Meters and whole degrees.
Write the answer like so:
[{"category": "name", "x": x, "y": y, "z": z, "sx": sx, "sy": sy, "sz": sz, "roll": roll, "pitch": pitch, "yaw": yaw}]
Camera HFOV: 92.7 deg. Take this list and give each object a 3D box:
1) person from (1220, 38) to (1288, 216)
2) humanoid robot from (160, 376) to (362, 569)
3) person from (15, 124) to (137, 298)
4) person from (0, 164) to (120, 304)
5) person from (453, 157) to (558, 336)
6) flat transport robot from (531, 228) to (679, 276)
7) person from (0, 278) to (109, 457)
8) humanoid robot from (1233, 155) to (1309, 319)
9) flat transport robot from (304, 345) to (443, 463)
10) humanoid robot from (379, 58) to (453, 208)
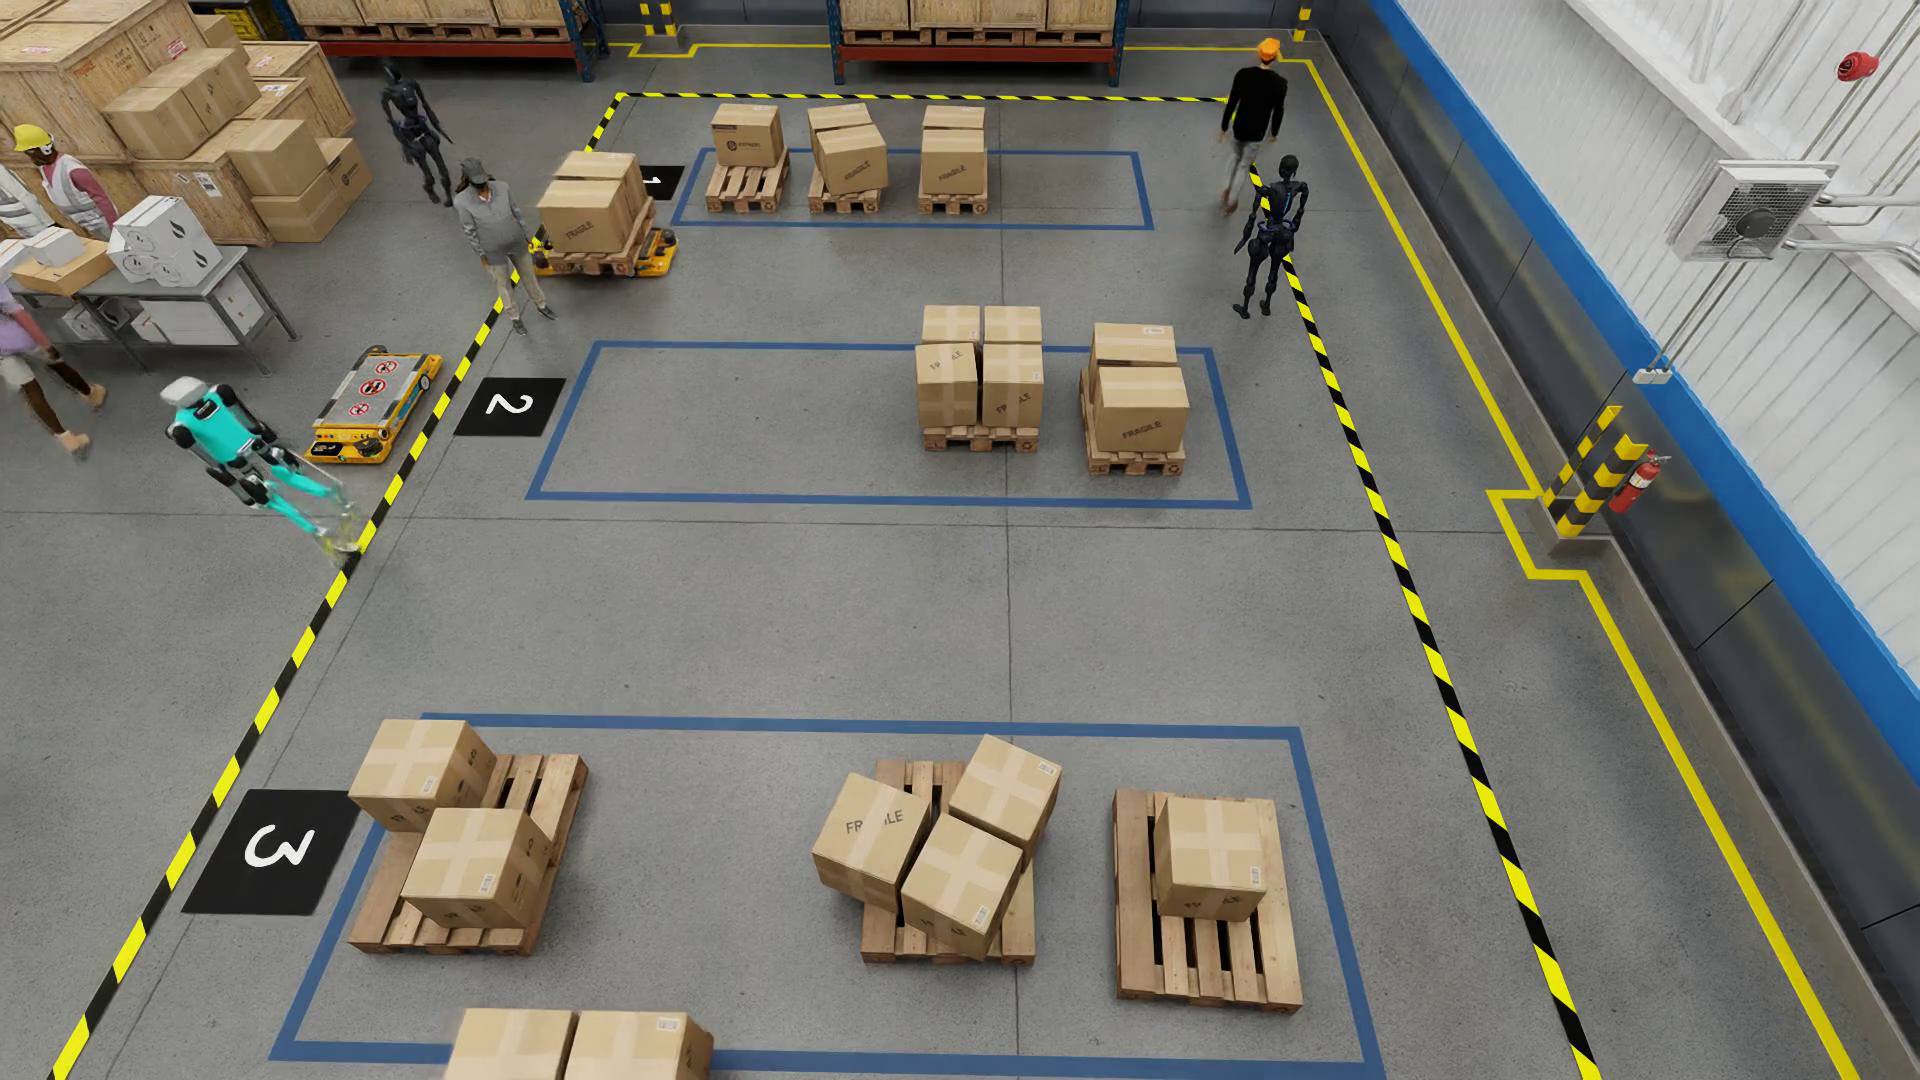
[{"category": "person", "x": 3.267, "y": -4.599, "z": 10.217, "sx": 0.597, "sy": 1.853, "sz": 0.736, "roll": 32, "pitch": 57, "yaw": 24}, {"category": "humanoid robot", "x": -4.975, "y": -0.399, "z": 6.811, "sx": 0.766, "sy": 1.871, "sz": 0.541, "roll": 9, "pitch": 50, "yaw": 8}, {"category": "person", "x": -8.531, "y": -3.183, "z": 9.035, "sx": 0.586, "sy": 1.834, "sz": 0.404, "roll": 20, "pitch": 53, "yaw": 16}, {"category": "person", "x": -9.137, "y": -3.158, "z": 8.982, "sx": 0.573, "sy": 1.883, "sz": 0.355, "roll": 11, "pitch": 51, "yaw": 10}, {"category": "person", "x": -4.380, "y": -2.825, "z": 8.777, "sx": 0.562, "sy": 1.764, "sz": 0.402, "roll": -37, "pitch": 59, "yaw": -27}, {"category": "flat transport robot", "x": -3.870, "y": -3.162, "z": 10.024, "sx": 1.431, "sy": 0.197, "sz": 0.652, "roll": 1, "pitch": 50, "yaw": 1}, {"category": "person", "x": -7.973, "y": -1.667, "z": 7.656, "sx": 0.618, "sy": 1.989, "sz": 1.058, "roll": -20, "pitch": 53, "yaw": -16}, {"category": "humanoid robot", "x": 3.011, "y": -2.935, "z": 8.920, "sx": 0.599, "sy": 1.653, "sz": 0.315, "roll": -6, "pitch": 50, "yaw": -5}, {"category": "flat transport robot", "x": -5.383, "y": -1.269, "z": 8.441, "sx": 0.659, "sy": 0.231, "sz": 1.431, "roll": 1, "pitch": 50, "yaw": 1}, {"category": "humanoid robot", "x": -6.103, "y": -4.542, "z": 10.303, "sx": 0.485, "sy": 1.641, "sz": 0.596, "roll": 17, "pitch": 52, "yaw": 14}]
